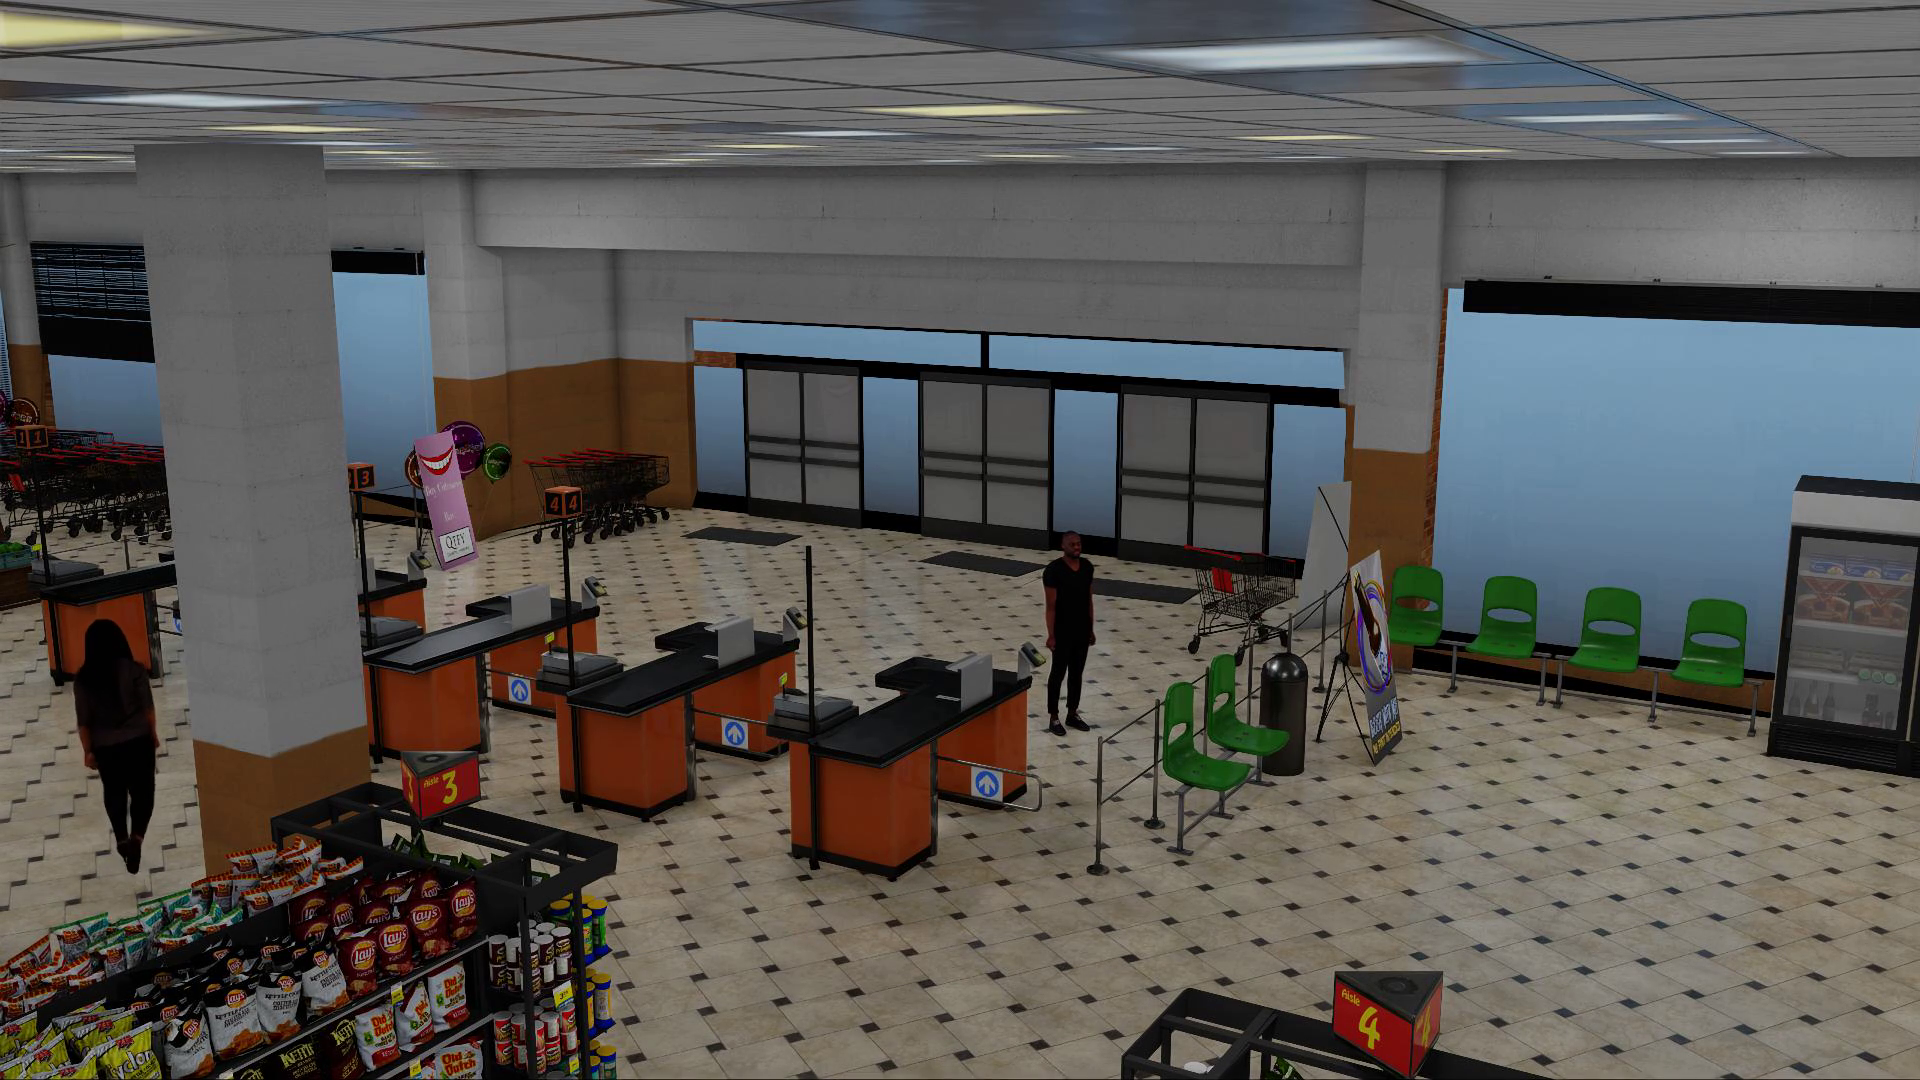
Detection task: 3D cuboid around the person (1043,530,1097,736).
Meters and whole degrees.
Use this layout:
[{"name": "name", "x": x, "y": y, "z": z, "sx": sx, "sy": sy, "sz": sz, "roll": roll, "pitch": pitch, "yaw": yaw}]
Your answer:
[{"name": "person", "x": 0.970, "y": 0.803, "z": 14.723, "sx": 0.668, "sy": 1.818, "sz": 0.803, "roll": -7, "pitch": 14, "yaw": -30}]

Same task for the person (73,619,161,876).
[{"name": "person", "x": -5.819, "y": 1.477, "z": 11.534, "sx": 1.067, "sy": 1.814, "sz": 1.121, "roll": -4, "pitch": 12, "yaw": -17}]
